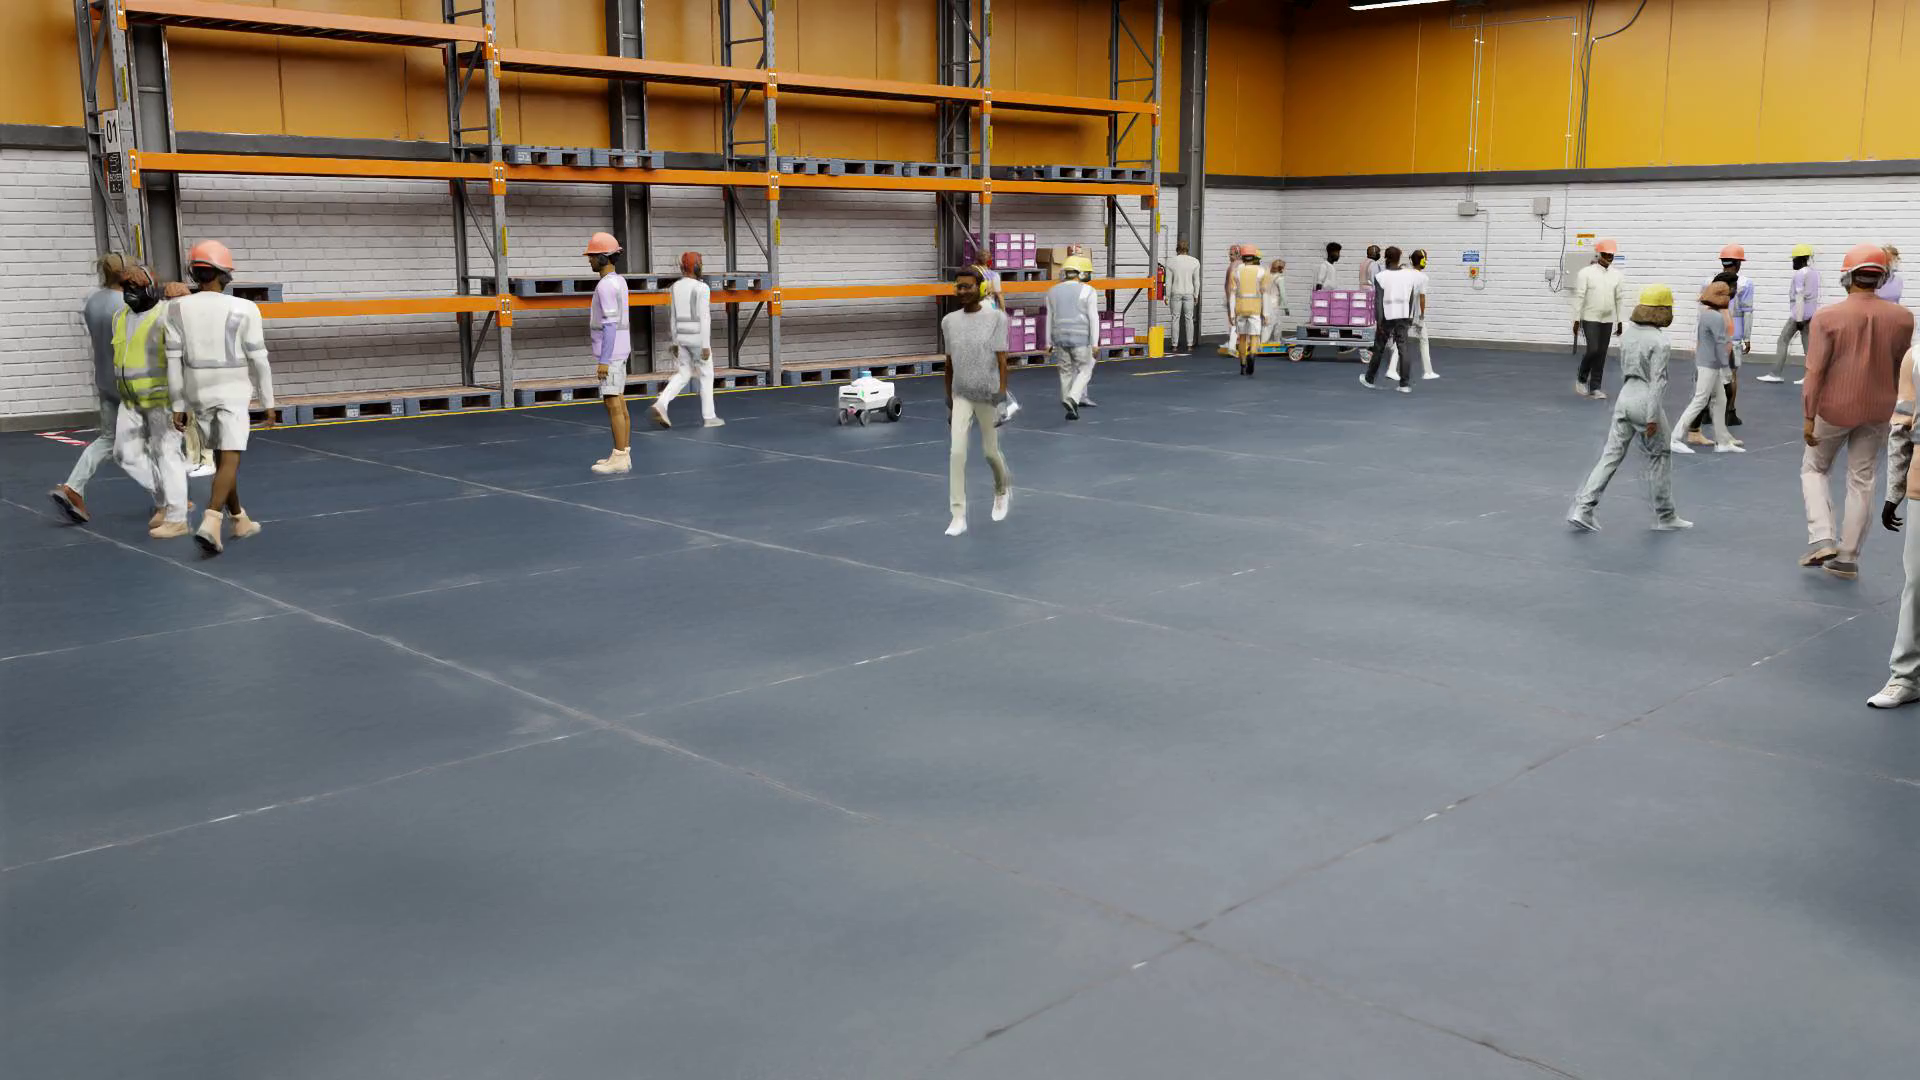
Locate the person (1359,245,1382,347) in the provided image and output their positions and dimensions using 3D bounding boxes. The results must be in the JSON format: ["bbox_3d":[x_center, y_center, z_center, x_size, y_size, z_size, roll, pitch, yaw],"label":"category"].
[{"bbox_3d":[7.356,-4.334,29.722,0.429,1.845,0.621,-2,11,-9],"label":"person"}]

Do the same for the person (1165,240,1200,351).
[{"bbox_3d":[3.887,-4.280,29.162,0.627,1.940,0.372,0,10,1],"label":"person"}]

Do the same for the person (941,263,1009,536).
[{"bbox_3d":[0.127,-0.987,11.488,0.513,1.842,0.887,3,11,16],"label":"person"}]

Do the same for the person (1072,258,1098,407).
[{"bbox_3d":[1.478,-2.436,19.578,0.488,1.750,0.555,0,10,1],"label":"person"}]

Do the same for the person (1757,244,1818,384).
[{"bbox_3d":[11.354,-3.067,22.661,0.590,1.892,0.859,-8,13,-38],"label":"person"}]

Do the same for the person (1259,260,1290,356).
[{"bbox_3d":[5.335,-3.878,27.842,0.734,1.607,0.536,-2,11,-13],"label":"person"}]

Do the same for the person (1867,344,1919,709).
[{"bbox_3d":[4.173,-0.203,6.951,0.361,1.930,0.588,-9,14,-41],"label":"person"}]

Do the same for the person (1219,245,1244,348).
[{"bbox_3d":[4.866,-4.306,29.525,0.696,1.868,0.710,7,13,34],"label":"person"}]

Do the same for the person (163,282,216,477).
[{"bbox_3d":[-6.521,-1.350,14.016,0.507,1.631,0.266,8,13,37],"label":"person"}]

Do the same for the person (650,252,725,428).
[{"bbox_3d":[-2.858,-2.080,17.397,0.584,1.860,0.835,8,13,38],"label":"person"}]

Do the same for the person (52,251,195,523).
[{"bbox_3d":[-5.955,-1.074,11.750,0.630,1.915,0.895,6,12,30],"label":"person"}]

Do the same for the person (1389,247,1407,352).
[{"bbox_3d":[7.598,-4.161,28.852,0.492,1.813,0.538,-3,11,-16],"label":"person"}]

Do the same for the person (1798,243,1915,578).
[{"bbox_3d":[5.275,-0.759,9.863,0.612,1.974,0.445,1,10,8],"label":"person"}]

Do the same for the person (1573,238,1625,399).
[{"bbox_3d":[7.908,-2.723,20.552,0.647,1.979,0.439,-2,11,-12],"label":"person"}]

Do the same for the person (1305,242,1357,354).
[{"bbox_3d":[6.290,-4.126,28.454,1.040,1.899,0.622,5,12,26],"label":"person"}]

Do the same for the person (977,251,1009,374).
[{"bbox_3d":[0.378,-3.256,23.974,0.938,1.801,0.578,-10,14,-42],"label":"person"}]

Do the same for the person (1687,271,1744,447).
[{"bbox_3d":[7.271,-1.702,15.785,0.636,1.676,0.553,8,13,36],"label":"person"}]

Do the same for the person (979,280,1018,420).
[{"bbox_3d":[0.272,-2.077,18.076,0.815,1.601,0.514,-3,11,-17],"label":"person"}]

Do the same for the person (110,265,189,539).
[{"bbox_3d":[-5.393,-0.916,11.123,0.643,1.824,0.441,5,11,24],"label":"person"}]

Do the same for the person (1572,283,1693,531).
[{"bbox_3d":[4.608,-0.892,11.333,0.877,1.705,0.498,-4,11,-19],"label":"person"}]

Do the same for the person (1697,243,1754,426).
[{"bbox_3d":[8.174,-2.189,17.769,0.553,1.934,0.363,9,14,40],"label":"person"}]

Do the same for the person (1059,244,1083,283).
[{"bbox_3d":[1.676,-3.445,24.740,0.400,1.900,0.636,0,10,-2],"label":"person"}]

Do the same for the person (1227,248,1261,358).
[{"bbox_3d":[4.755,-3.943,27.623,0.581,1.844,0.978,9,13,39],"label":"person"}]

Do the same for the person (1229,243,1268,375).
[{"bbox_3d":[4.132,-3.293,23.864,0.552,1.910,0.778,2,11,11],"label":"person"}]

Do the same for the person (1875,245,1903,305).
[{"bbox_3d":[9.326,-2.033,16.936,0.658,1.924,0.453,-5,12,-26],"label":"person"}]

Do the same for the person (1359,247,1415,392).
[{"bbox_3d":[5.641,-2.888,21.777,0.615,1.867,1.001,-2,11,-12],"label":"person"}]

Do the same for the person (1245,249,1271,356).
[{"bbox_3d":[4.959,-4.004,28.083,0.612,1.792,0.820,2,11,12],"label":"person"}]

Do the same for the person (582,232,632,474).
[{"bbox_3d":[-3.005,-1.586,14.185,0.372,2.042,0.615,0,10,-2],"label":"person"}]

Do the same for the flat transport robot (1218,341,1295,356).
[{"bbox_3d":[5.140,-3.242,28.051,1.431,0.197,0.652,-3,11,-18],"label":"flat transport robot"}]

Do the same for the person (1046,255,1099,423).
[{"bbox_3d":[1.201,-2.150,17.896,0.622,1.810,0.501,5,11,24],"label":"person"}]

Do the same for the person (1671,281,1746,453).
[{"bbox_3d":[6.970,-1.593,15.430,0.717,1.602,0.526,3,11,14],"label":"person"}]

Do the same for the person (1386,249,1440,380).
[{"bbox_3d":[6.357,-3.146,23.307,0.905,1.831,0.526,-8,13,-35],"label":"person"}]

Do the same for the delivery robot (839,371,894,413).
[{"bbox_3d":[-1.004,-1.575,17.933,0.477,0.478,0.707,5,12,27],"label":"delivery robot"}]

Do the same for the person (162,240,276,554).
[{"bbox_3d":[-4.787,-0.927,10.726,0.623,2.004,1.017,0,10,-1],"label":"person"}]
